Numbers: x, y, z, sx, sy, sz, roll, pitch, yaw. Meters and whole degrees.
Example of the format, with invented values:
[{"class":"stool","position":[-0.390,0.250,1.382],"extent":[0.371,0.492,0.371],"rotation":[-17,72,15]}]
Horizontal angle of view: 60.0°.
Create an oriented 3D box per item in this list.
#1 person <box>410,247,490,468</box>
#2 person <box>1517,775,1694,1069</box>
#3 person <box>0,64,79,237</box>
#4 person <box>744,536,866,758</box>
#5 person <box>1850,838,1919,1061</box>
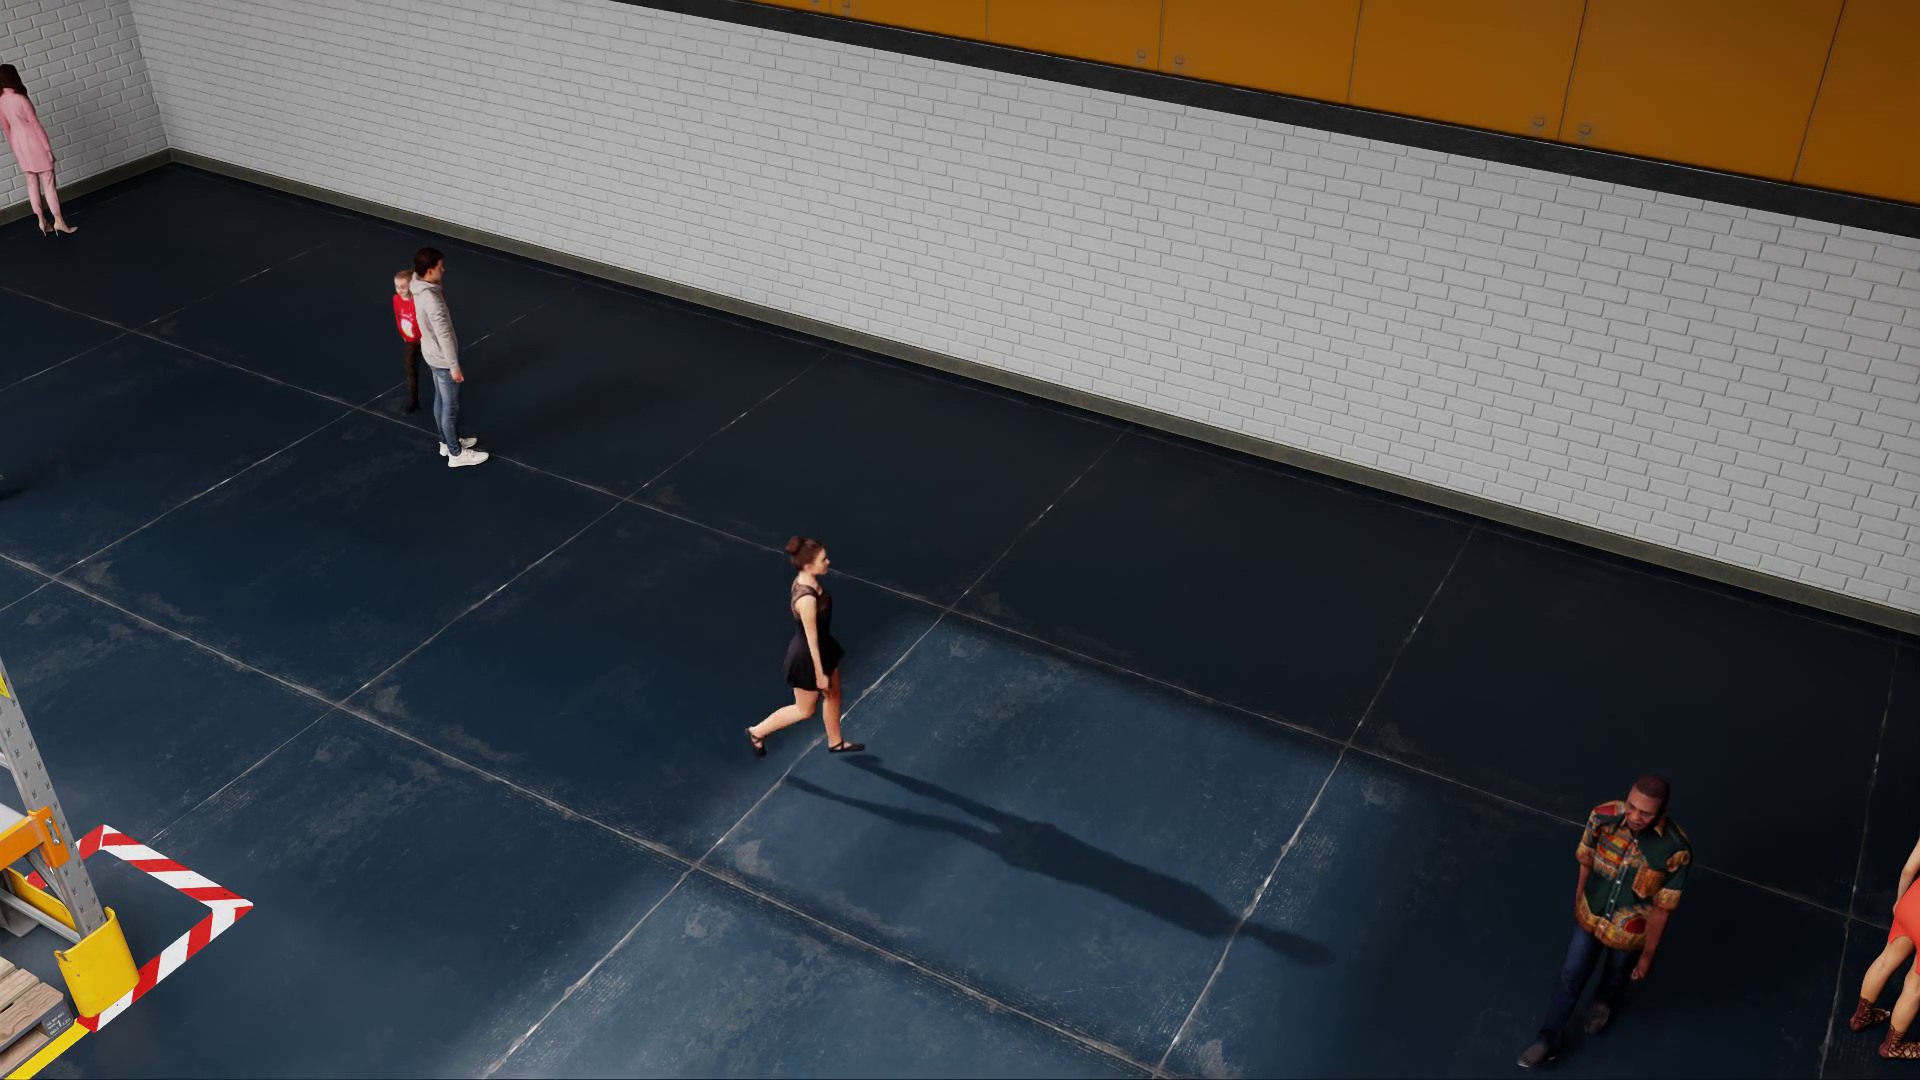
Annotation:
[{"class":"person","position":[-4.177,-1.477,13.364],"extent":[0.761,1.848,0.758],"rotation":[-17,37,-24]},{"class":"person","position":[3.375,1.857,8.419],"extent":[0.810,1.770,1.123],"rotation":[24,40,31]},{"class":"person","position":[-9.643,-4.029,17.245],"extent":[0.669,1.802,0.622],"rotation":[8,34,11]},{"class":"person","position":[-0.994,0.722,10.231],"extent":[0.929,1.654,0.995],"rotation":[0,34,-1]},{"class":"person","position":[4.877,1.923,8.366],"extent":[0.712,1.719,0.662],"rotation":[-10,35,-15]}]
